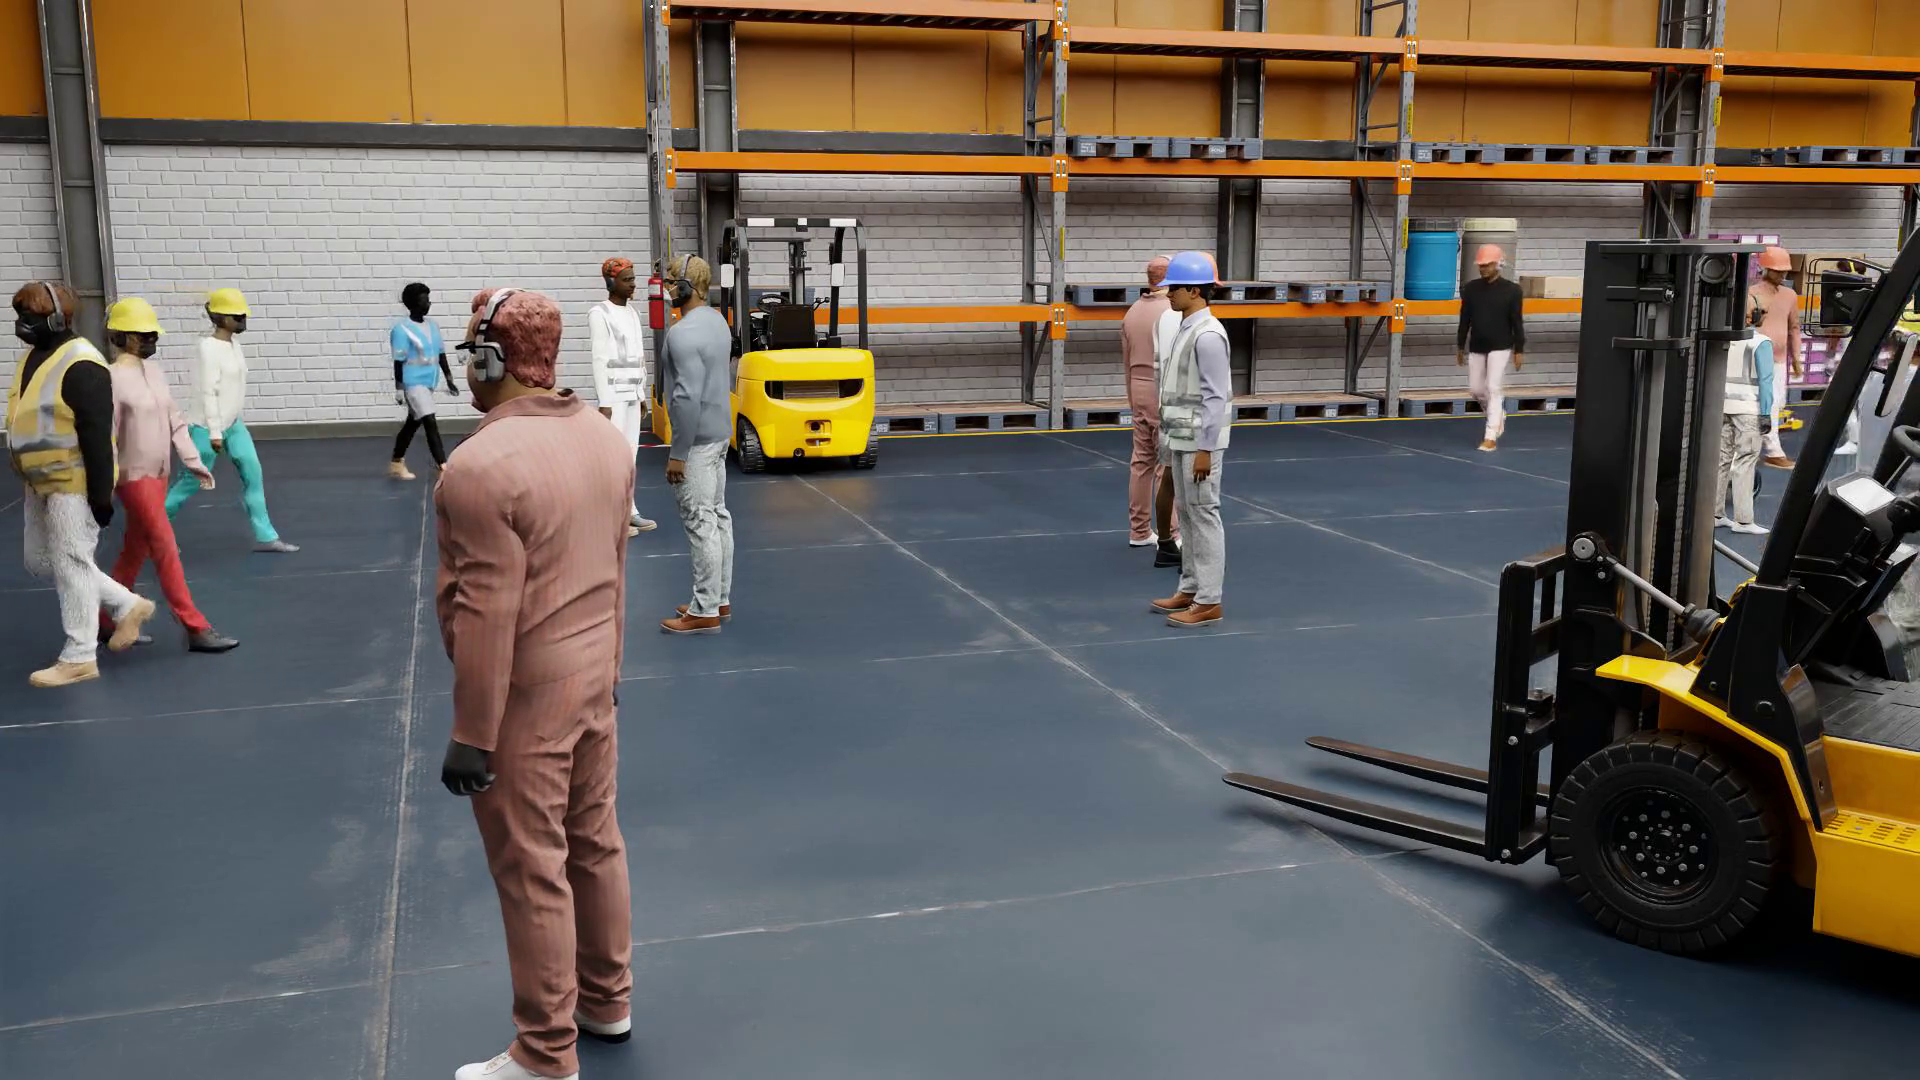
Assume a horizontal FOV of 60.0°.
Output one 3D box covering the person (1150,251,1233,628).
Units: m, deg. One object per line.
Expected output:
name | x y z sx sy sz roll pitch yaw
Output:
person | 1.211 -0.520 8.674 0.406 1.946 0.608 -1 10 -5

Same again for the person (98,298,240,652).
person | -3.943 -0.310 8.116 0.789 1.733 0.528 0 10 1

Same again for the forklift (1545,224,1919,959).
forklift | 2.909 0.117 4.508 2.313 2.155 1.214 9 14 40

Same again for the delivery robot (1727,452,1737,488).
delivery robot | 5.705 -0.601 12.684 0.707 0.478 0.477 -7 13 -35

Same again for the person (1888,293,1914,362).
person | 9.331 -1.859 16.339 0.545 1.828 0.515 -2 11 -11

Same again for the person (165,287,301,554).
person | -4.763 -0.741 10.545 0.925 1.717 0.548 0 10 0

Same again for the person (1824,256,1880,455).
person | 8.344 -1.710 15.489 0.612 1.847 0.404 -4 11 -20

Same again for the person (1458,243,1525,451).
person | 5.110 -1.853 15.941 0.662 1.963 0.769 9 14 41

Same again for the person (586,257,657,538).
person | -2.301 -0.968 11.308 0.343 1.882 0.586 3 11 16

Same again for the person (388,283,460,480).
person | -4.434 -1.281 13.666 0.868 1.650 0.539 3 11 16

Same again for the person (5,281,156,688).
person | -4.017 -0.259 7.575 0.638 1.828 0.536 9 13 39

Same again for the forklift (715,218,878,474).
forklift | -1.522 -1.778 14.899 1.214 2.155 2.313 -3 11 -17

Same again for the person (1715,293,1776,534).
person | 5.355 -0.860 11.389 0.307 1.641 0.512 -3 11 -14

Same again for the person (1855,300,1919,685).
person | 3.714 -0.072 6.598 0.750 1.813 0.599 1 10 6

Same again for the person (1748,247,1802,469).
person | 7.169 -1.617 14.733 0.665 1.938 0.763 -3 11 -18

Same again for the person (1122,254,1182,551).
person | 1.312 -0.867 10.682 0.407 1.913 0.641 -6 12 -29

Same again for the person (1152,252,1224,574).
person | 1.388 -0.759 10.043 0.374 1.928 0.542 -5 11 -25

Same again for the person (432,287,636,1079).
person | -1.024 0.362 3.954 0.404 1.906 0.652 3 11 18

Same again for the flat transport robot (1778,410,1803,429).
flat transport robot | 8.046 -1.238 17.215 1.431 0.197 0.652 -8 13 -36

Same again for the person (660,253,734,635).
person | -1.353 -0.485 8.512 0.372 1.940 0.632 1 10 7
